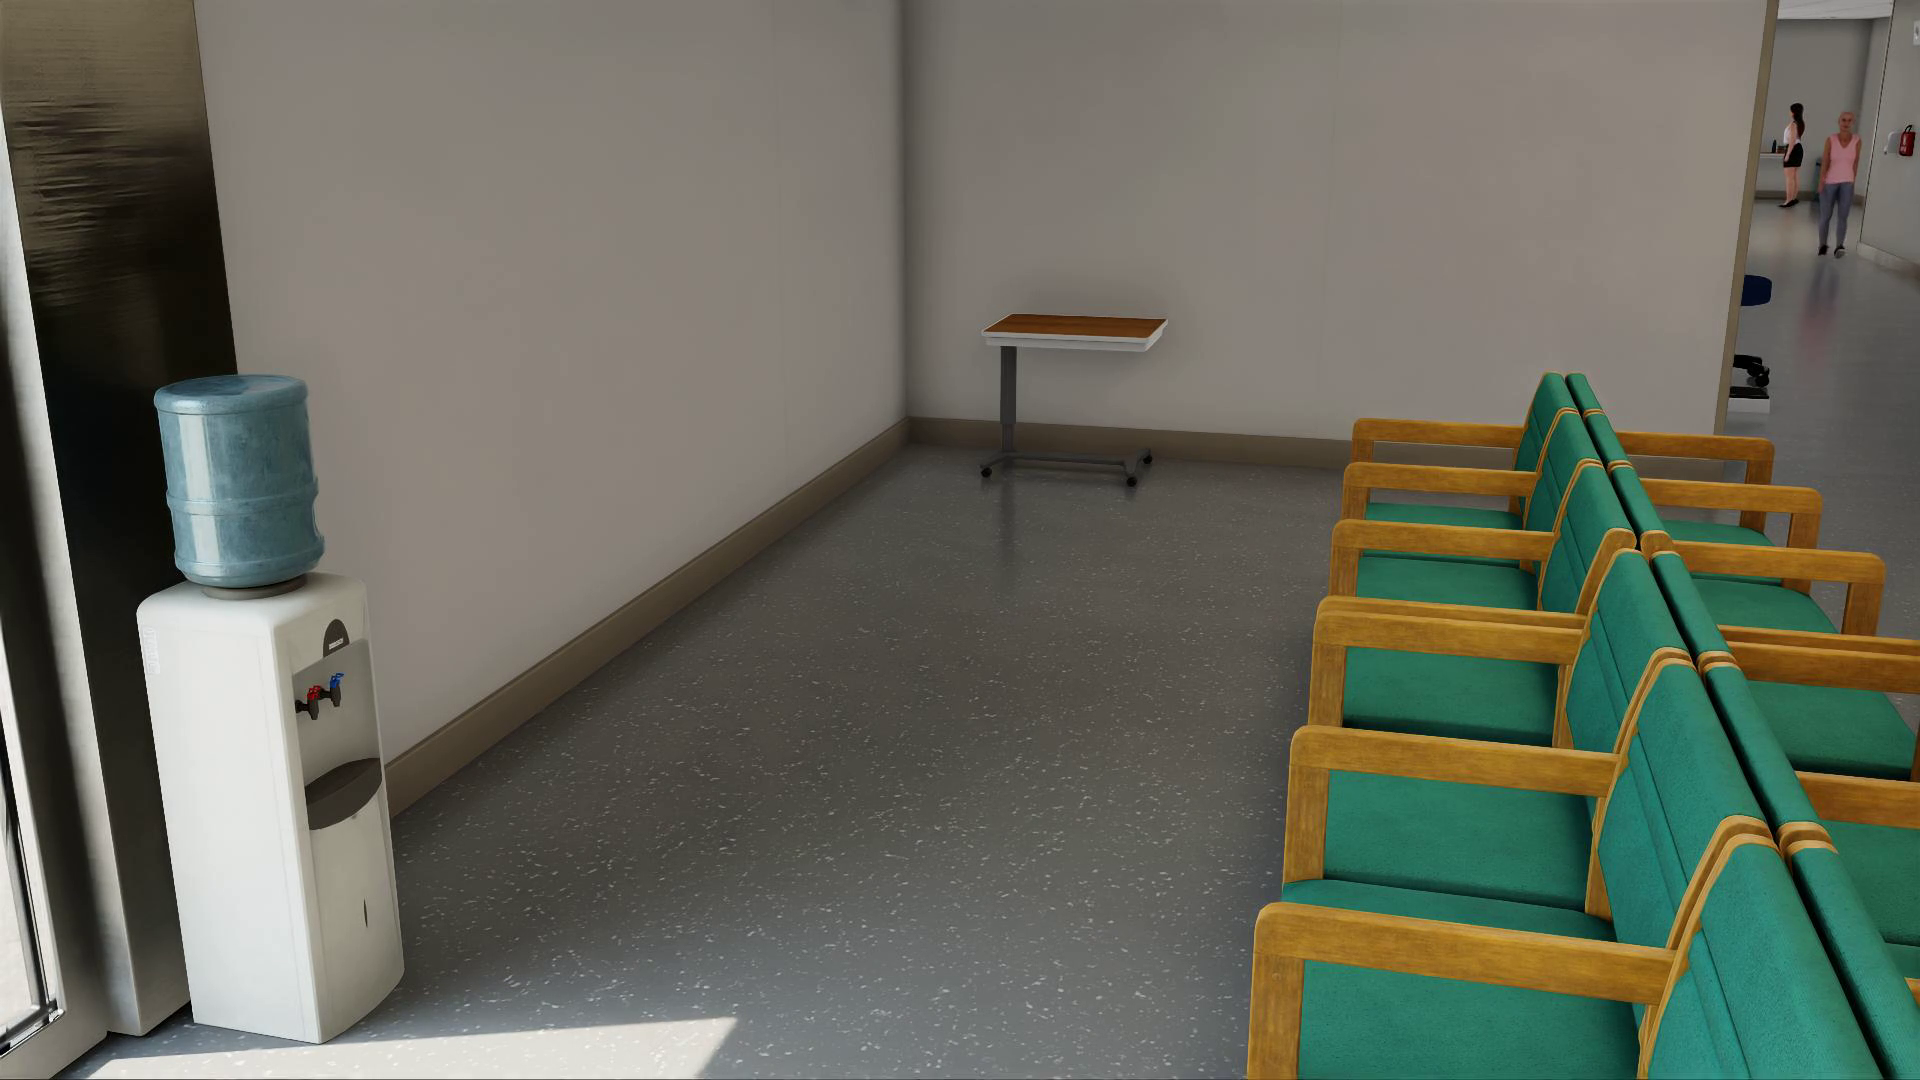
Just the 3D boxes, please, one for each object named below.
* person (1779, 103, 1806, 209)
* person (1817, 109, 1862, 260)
[{"bbox_3d":[13.486,-6.223,26.923,0.639,1.648,0.665,-15,21,-42],"label":"person"},{"bbox_3d":[10.239,-4.132,19.434,1.000,1.689,0.686,6,17,20],"label":"person"}]
